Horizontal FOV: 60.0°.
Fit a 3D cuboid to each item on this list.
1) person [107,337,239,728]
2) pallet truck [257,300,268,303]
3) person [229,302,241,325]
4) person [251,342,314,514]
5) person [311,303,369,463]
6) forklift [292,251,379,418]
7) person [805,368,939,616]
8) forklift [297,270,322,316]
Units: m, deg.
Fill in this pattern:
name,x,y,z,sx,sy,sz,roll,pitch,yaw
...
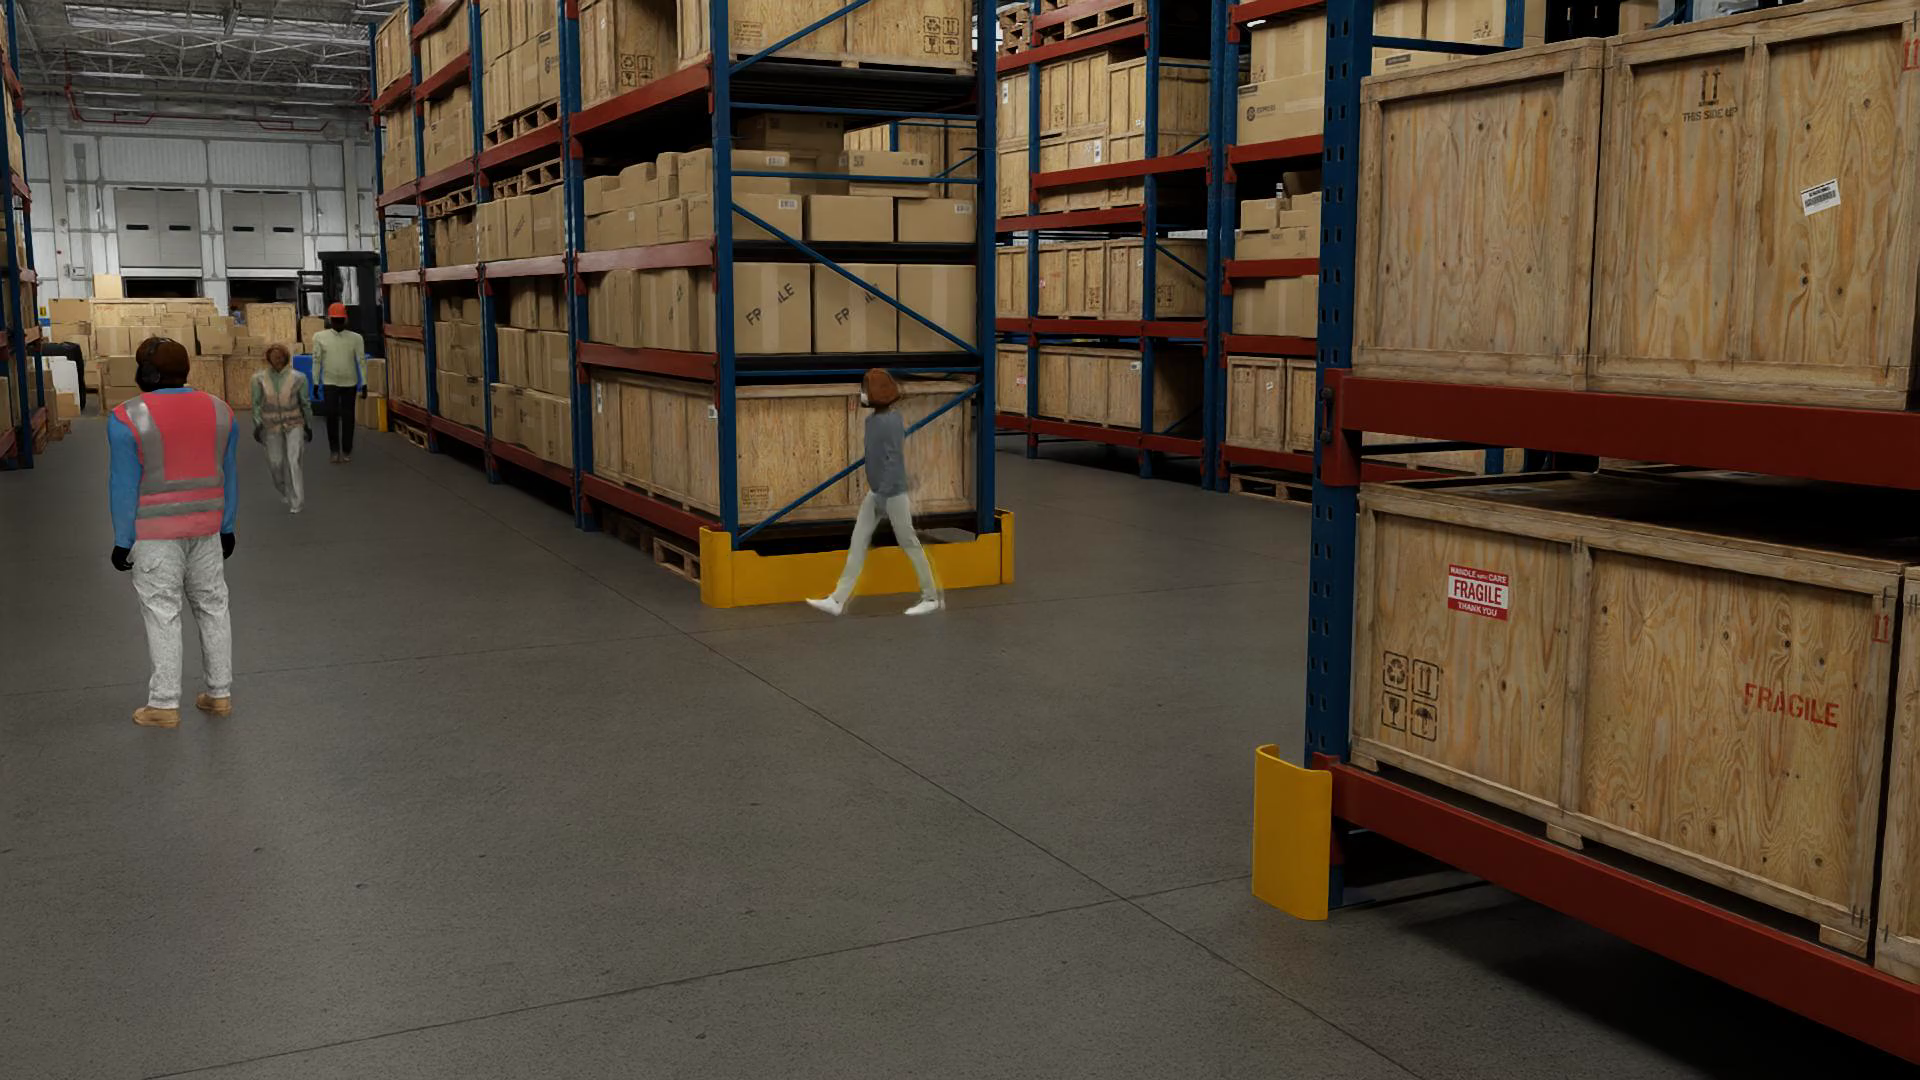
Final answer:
name,x,y,z,sx,sy,sz,roll,pitch,yaw
person,-3.738,-0.039,7.908,0.429,1.846,0.633,5,10,33
pallet truck,-23.913,-7.404,58.171,1.885,1.965,0.823,-1,8,-9
person,-25.937,-7.523,59.292,0.882,1.905,0.578,-1,8,-5
person,-6.377,-1.058,15.692,0.548,1.615,0.484,-2,8,-13
person,-7.581,-1.909,20.369,0.654,1.964,0.836,-3,9,-22
forklift,-10.400,-3.519,28.352,1.129,2.768,1.873,3,9,19
person,-0.520,-0.287,10.514,0.881,1.583,0.518,-4,9,-26
forklift,-18.345,-6.292,47.477,1.129,2.768,1.873,-5,10,-32
